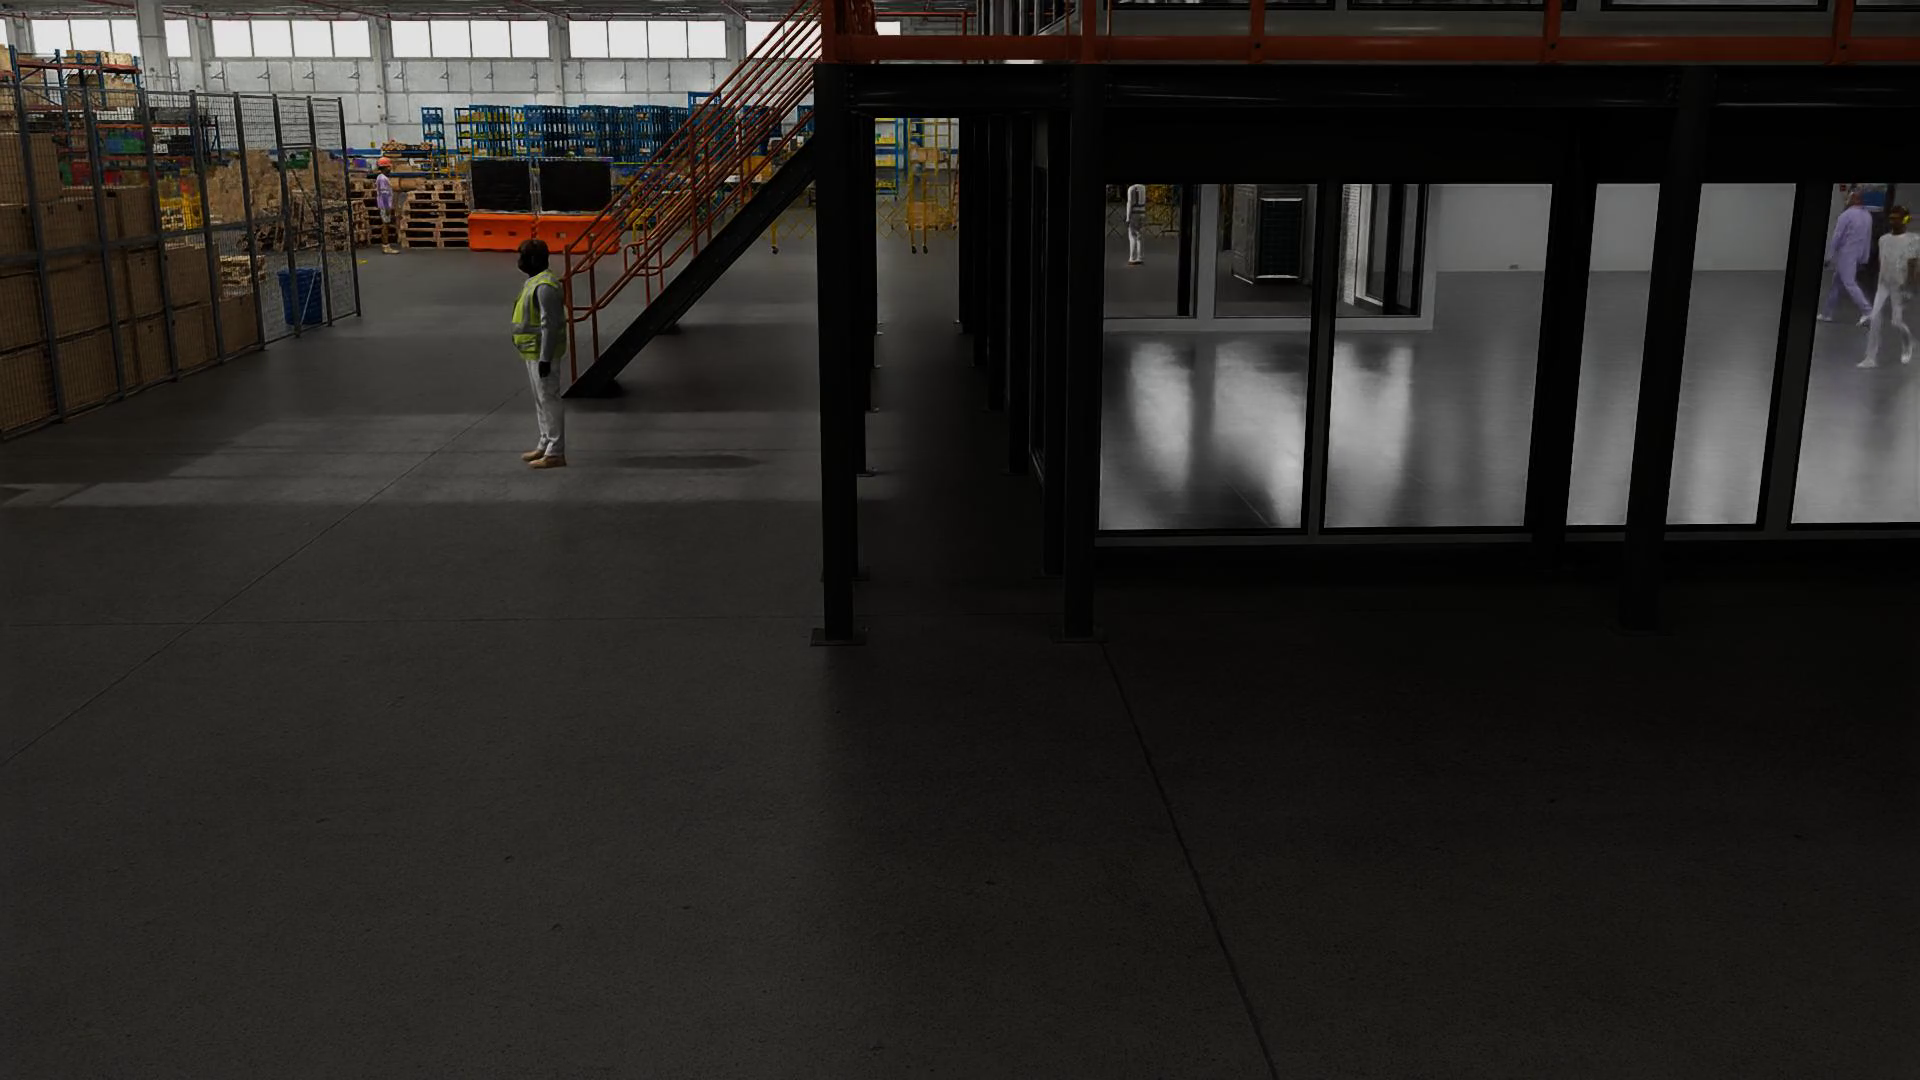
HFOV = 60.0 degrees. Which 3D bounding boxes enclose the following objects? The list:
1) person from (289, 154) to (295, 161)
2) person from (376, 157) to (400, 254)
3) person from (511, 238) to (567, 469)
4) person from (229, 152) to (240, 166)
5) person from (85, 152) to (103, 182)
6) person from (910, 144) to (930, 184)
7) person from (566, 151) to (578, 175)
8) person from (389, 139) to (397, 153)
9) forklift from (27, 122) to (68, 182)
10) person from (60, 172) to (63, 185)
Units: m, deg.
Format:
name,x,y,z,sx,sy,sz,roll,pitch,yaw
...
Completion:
name,x,y,z,sx,sy,sz,roll,pitch,yaw
person,-24.070,-13.094,60.133,0.547,1.656,0.816,-2,14,-8
person,-12.263,-7.143,35.578,0.389,2.045,0.606,-5,15,-21
person,-3.400,-1.506,13.461,0.429,1.843,0.631,-6,15,-22
person,-25.044,-12.577,57.840,0.584,1.771,0.884,-3,14,-12
person,-35.989,-15.439,69.039,0.636,1.896,0.967,3,14,11
person,-1.863,-16.675,74.053,1.013,1.852,0.667,0,14,2
person,-14.437,-13.591,61.947,0.527,1.757,0.404,6,15,22
person,-27.963,-18.769,82.150,0.615,1.993,0.387,13,19,41
forklift,-35.376,-14.773,64.377,1.129,2.768,1.873,-1,14,-2
person,-17.752,-6.376,32.863,0.327,1.874,0.521,-13,19,-42
